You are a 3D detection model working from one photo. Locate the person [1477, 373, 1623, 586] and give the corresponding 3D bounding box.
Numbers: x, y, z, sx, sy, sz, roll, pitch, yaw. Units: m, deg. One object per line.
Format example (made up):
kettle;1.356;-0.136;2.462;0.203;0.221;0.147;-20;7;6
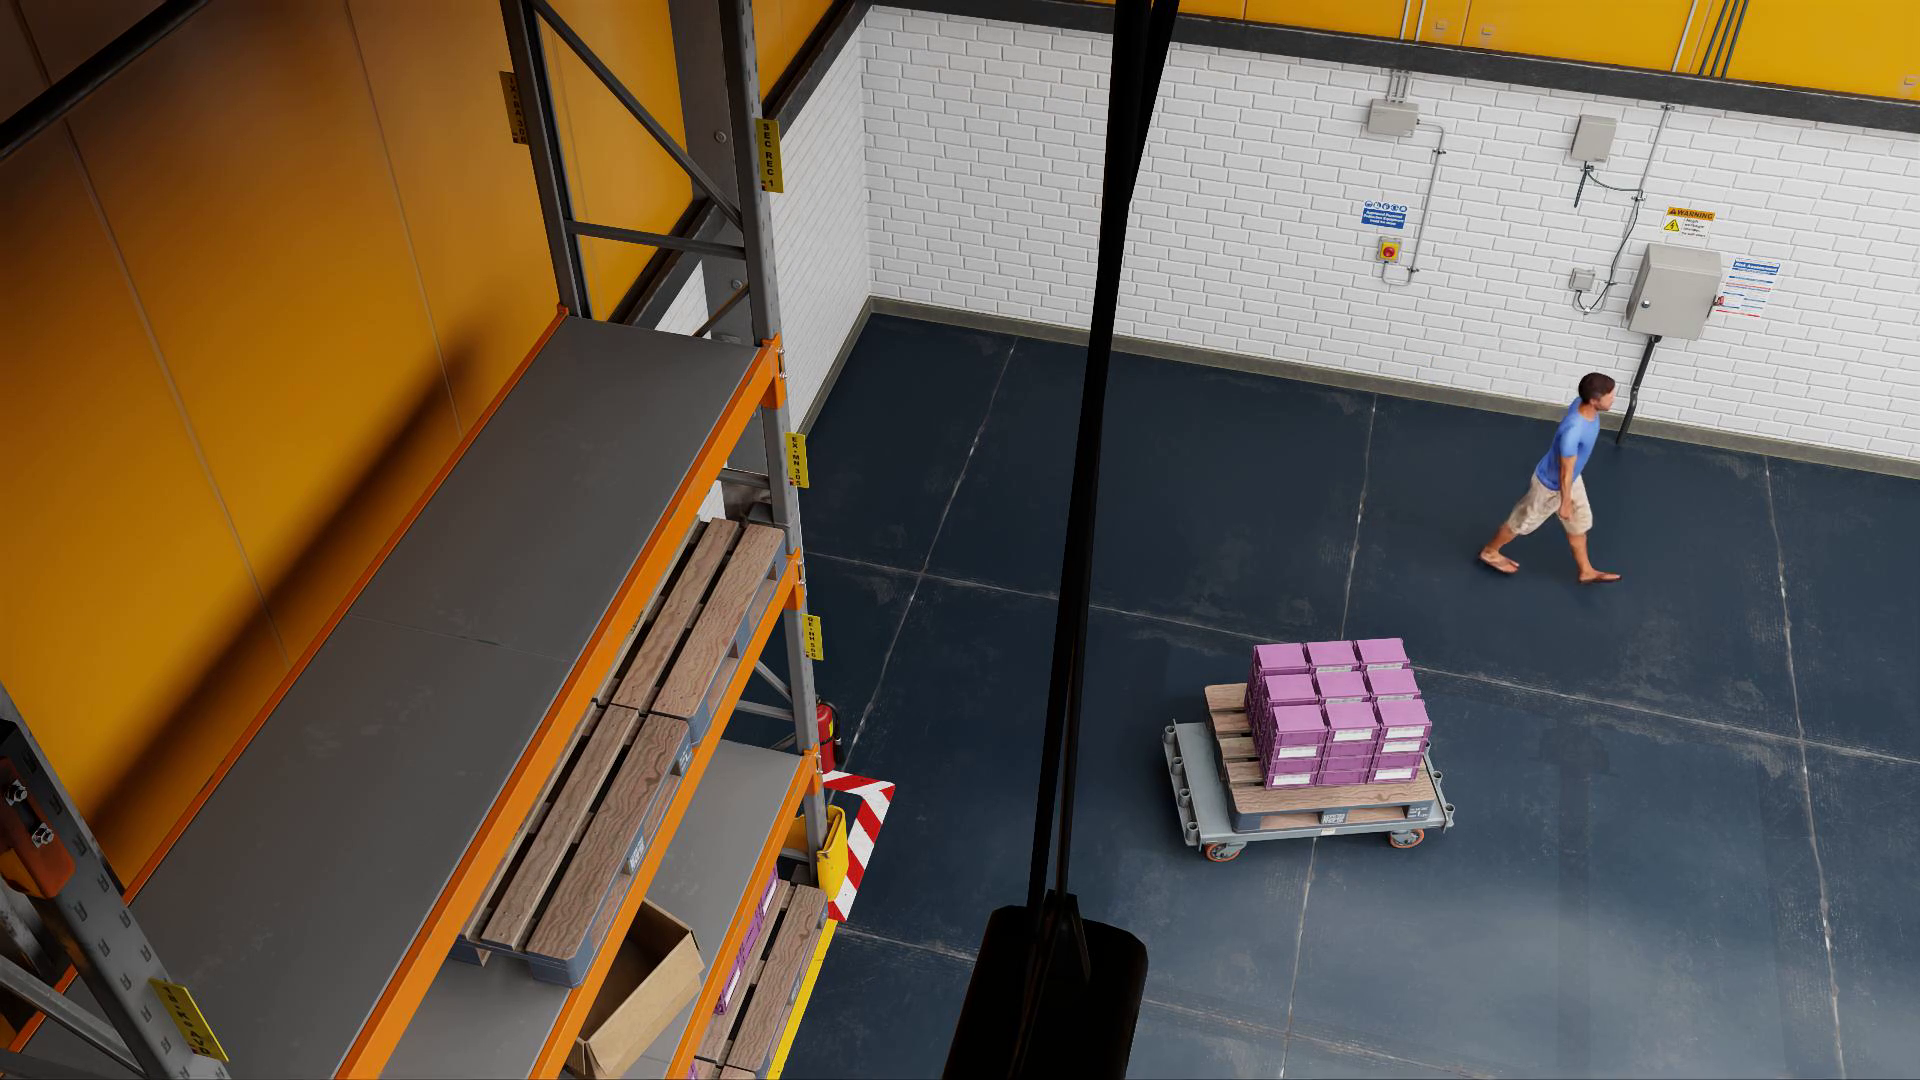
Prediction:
person;4.004;-0.427;11.406;0.950;1.821;1.212;23;48;23
